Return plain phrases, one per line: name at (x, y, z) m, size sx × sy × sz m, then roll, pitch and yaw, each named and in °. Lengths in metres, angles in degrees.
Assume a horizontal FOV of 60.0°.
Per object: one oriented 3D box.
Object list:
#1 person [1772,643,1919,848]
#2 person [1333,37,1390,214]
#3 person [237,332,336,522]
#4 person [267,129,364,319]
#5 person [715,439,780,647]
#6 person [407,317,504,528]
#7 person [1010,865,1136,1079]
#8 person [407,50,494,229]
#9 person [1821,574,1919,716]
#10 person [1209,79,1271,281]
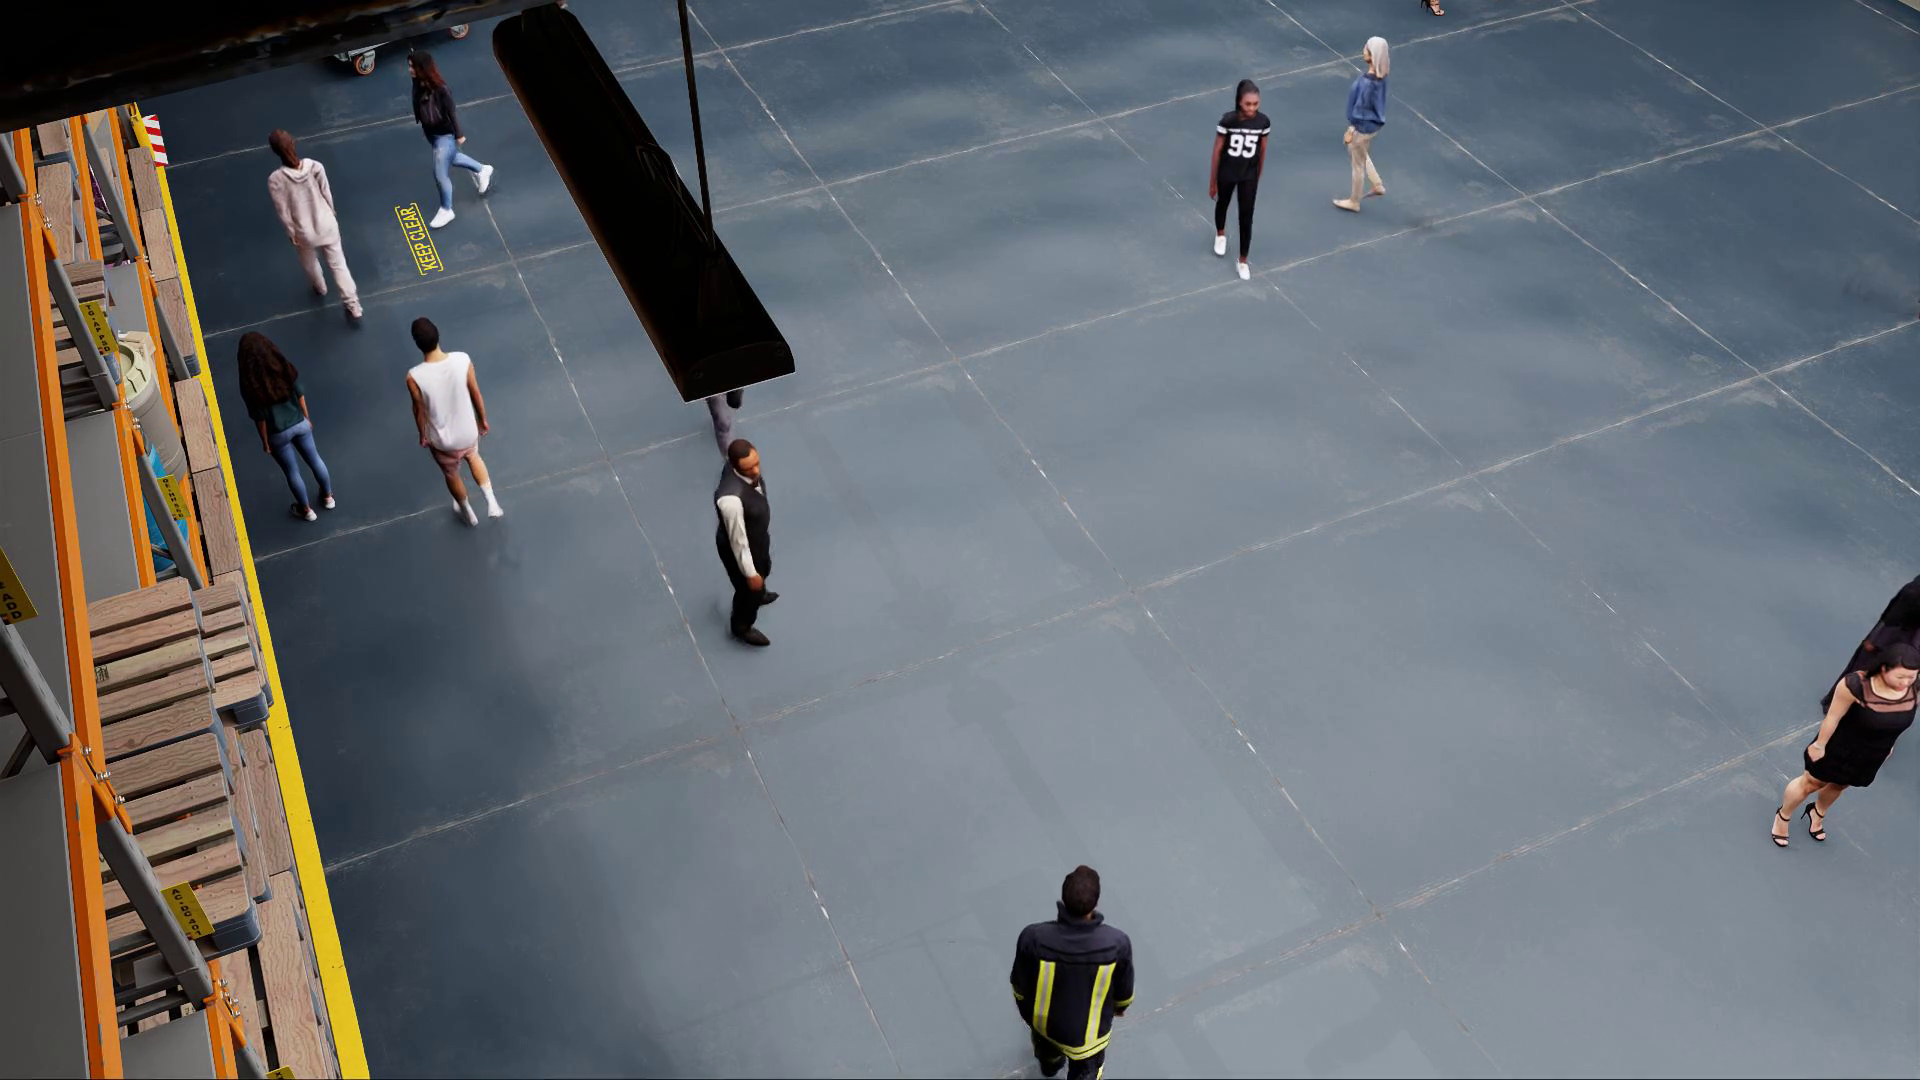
person at (5.239, 1.208, 9.805) m, size 0.729 × 1.718 × 0.713 m, roll -4°, pitch 44°, yaw -4°
person at (3.734, -3.697, 14.976) m, size 0.843 × 1.688 × 0.785 m, roll 22°, pitch 48°, yaw 22°
person at (-4.872, -0.817, 12.004) m, size 0.677 × 1.616 × 0.692 m, roll -34°, pitch 53°, yaw -30°
person at (-5.350, -2.581, 13.827) m, size 0.672 × 1.657 × 1.076 m, roll -21°, pitch 47°, yaw -21°
person at (-1.454, -0.006, 10.964) m, size 1.003 × 1.877 × 0.842 m, roll -6°, pitch 44°, yaw -6°
person at (-3.585, -0.753, 11.824) m, size 0.728 × 1.774 × 0.822 m, roll -28°, pitch 50°, yaw -26°
person at (0.554, 2.397, 8.425) m, size 1.114 × 1.900 × 1.260 m, roll 3°, pitch 44°, yaw 3°
person at (-4.632, -3.691, 15.032) m, size 1.127 × 1.602 × 1.026 m, roll 29°, pitch 51°, yaw 27°
person at (5.990, 0.616, 10.503) m, size 0.652 × 1.613 × 0.667 m, roll -9°, pitch 44°, yaw -10°
person at (2.381, -3.211, 14.456) m, size 0.918 × 1.702 × 1.120 m, roll 2°, pitch 44°, yaw 2°
